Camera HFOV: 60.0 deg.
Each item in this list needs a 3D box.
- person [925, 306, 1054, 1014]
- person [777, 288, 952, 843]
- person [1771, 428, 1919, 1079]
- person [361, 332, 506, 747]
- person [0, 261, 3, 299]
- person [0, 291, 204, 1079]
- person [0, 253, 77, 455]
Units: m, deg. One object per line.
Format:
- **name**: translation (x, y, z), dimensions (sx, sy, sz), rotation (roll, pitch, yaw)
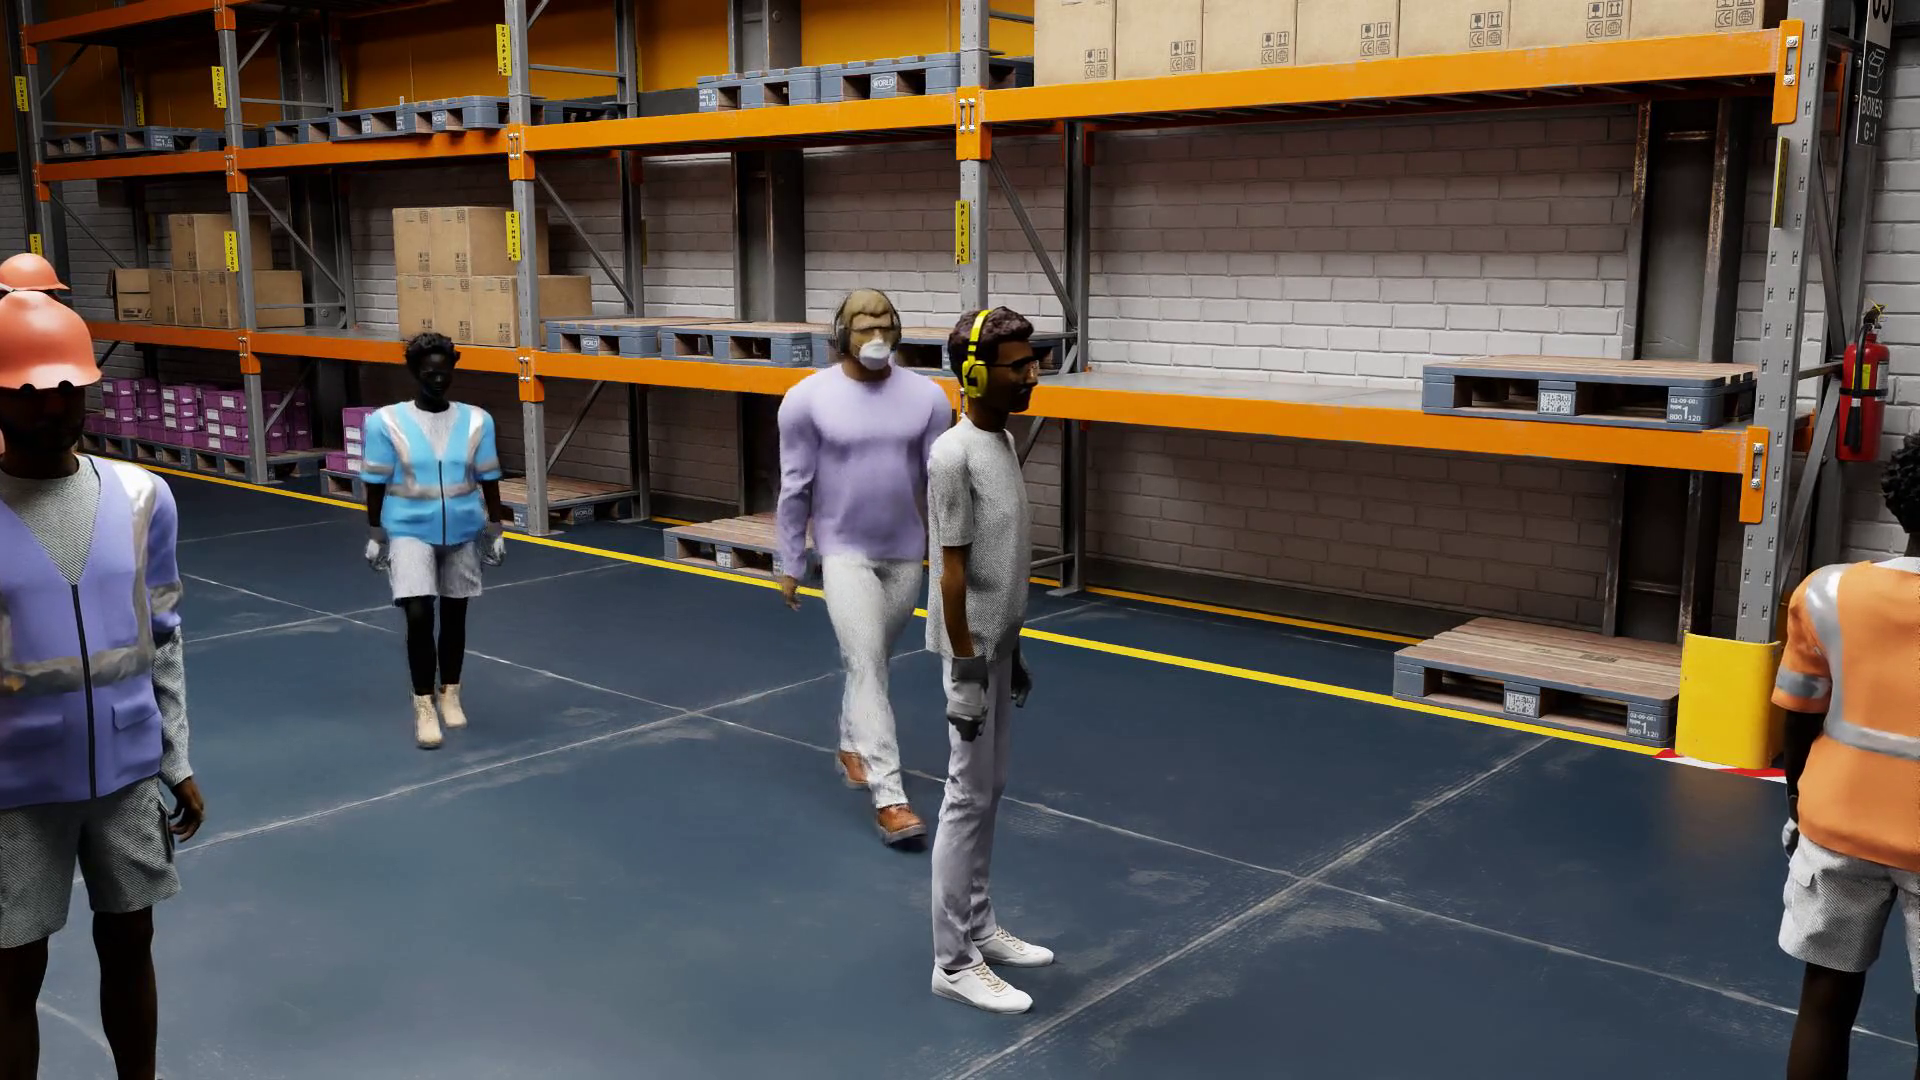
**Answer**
- **person**: translation (0.079, 0.314, 4.479), dimensions (0.325, 1.871, 0.518), rotation (3, 10, 15)
- **person**: translation (-0.298, 0.058, 5.904), dimensions (0.647, 1.885, 1.009), rotation (-4, 11, -23)
- **person**: translation (1.887, 0.604, 3.316), dimensions (0.322, 1.696, 0.536), rotation (-8, 13, -39)
- **person**: translation (-2.118, 0.000, 6.797), dimensions (0.562, 1.677, 0.632), rotation (-6, 12, -32)
- **person**: translation (-8.748, -1.634, 15.082), dimensions (0.689, 2.000, 0.996), rotation (-6, 12, -32)
- **person**: translation (-1.819, 0.470, 3.396), dimensions (0.355, 1.939, 0.544), rotation (8, 13, 39)
- **person**: translation (-4.435, -0.373, 8.032), dimensions (0.609, 1.996, 0.383), rotation (7, 12, 34)
